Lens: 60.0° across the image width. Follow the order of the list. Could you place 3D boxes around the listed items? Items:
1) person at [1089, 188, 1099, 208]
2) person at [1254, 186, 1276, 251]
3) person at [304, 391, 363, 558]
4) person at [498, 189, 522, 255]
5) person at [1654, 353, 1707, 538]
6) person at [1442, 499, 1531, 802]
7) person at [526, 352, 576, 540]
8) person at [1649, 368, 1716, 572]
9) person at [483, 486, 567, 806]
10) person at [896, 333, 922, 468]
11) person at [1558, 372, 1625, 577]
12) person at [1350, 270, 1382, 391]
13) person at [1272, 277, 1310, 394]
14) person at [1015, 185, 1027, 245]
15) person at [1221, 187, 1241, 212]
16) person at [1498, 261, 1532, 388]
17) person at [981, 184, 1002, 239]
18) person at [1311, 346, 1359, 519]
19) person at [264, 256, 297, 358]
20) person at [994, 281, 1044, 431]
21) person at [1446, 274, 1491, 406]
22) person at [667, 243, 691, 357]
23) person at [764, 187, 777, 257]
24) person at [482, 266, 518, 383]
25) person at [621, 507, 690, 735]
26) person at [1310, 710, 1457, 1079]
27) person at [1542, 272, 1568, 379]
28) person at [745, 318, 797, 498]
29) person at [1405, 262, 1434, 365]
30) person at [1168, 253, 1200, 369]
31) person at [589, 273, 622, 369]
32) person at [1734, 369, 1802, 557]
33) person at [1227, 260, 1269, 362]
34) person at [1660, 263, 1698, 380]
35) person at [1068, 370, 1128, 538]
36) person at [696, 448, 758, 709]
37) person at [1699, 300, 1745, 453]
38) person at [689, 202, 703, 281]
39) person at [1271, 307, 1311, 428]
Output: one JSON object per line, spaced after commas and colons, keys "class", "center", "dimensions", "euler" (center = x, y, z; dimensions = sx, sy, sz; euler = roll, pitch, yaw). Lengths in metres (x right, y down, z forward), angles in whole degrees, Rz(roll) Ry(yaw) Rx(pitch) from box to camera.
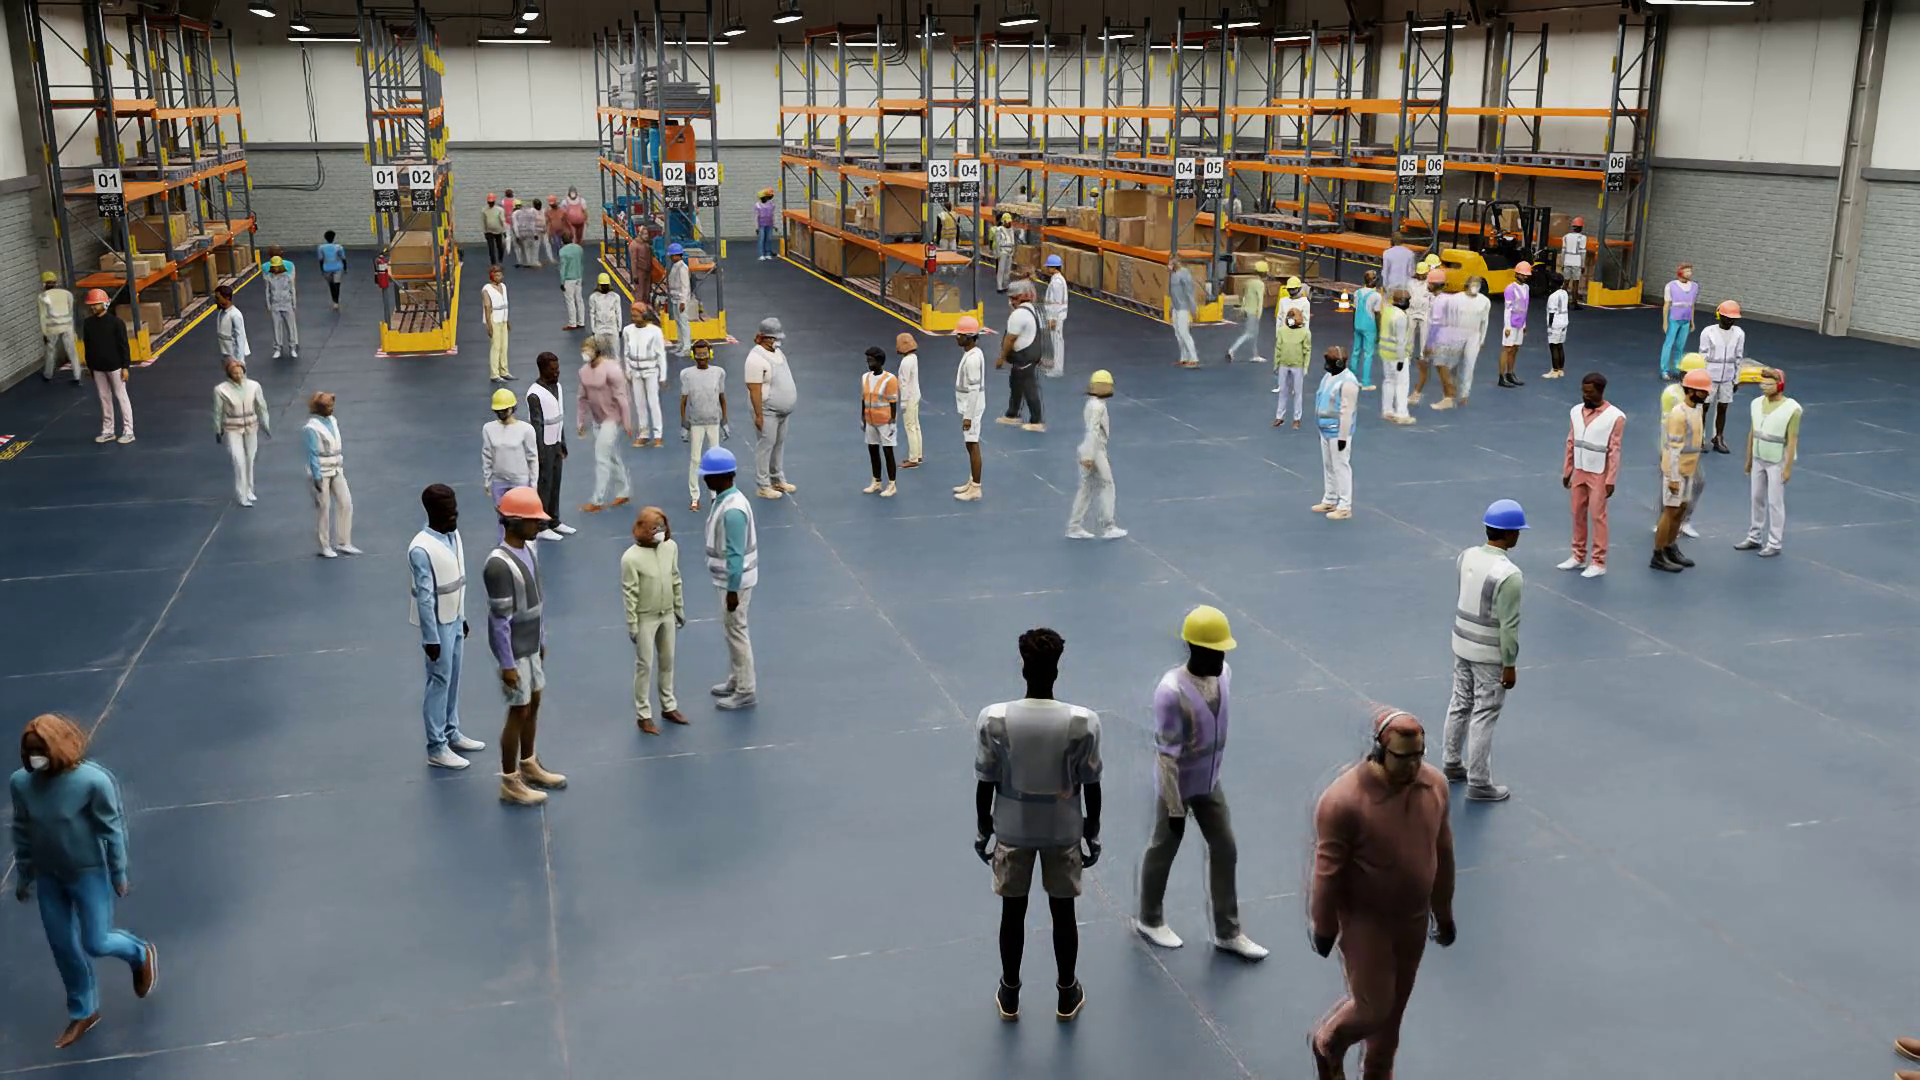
{"class": "person", "center": [4.040, -9.770, 50.283], "dimensions": [0.313, 1.738, 0.483], "euler": [0, 15, 1]}
{"class": "person", "center": [8.525, -8.920, 46.616], "dimensions": [0.612, 1.997, 0.988], "euler": [0, 15, 1]}
{"class": "person", "center": [-6.078, -0.629, 16.086], "dimensions": [0.444, 1.623, 0.558], "euler": [3, 15, 10]}
{"class": "person", "center": [-12.831, -9.081, 47.527], "dimensions": [0.664, 1.827, 0.430], "euler": [-4, 16, -16]}
{"class": "person", "center": [7.284, -0.933, 16.699], "dimensions": [0.599, 1.907, 0.552], "euler": [-7, 17, -25]}
{"class": "person", "center": [3.348, 0.691, 10.545], "dimensions": [0.426, 1.938, 0.604], "euler": [-4, 15, -15]}
{"class": "person", "center": [-4.169, -0.953, 16.788], "dimensions": [0.391, 1.911, 0.585], "euler": [2, 15, 9]}
{"class": "person", "center": [6.807, -0.658, 15.627], "dimensions": [0.391, 1.929, 0.550], "euler": [13, 20, 41]}
{"class": "person", "center": [-2.748, 0.667, 10.464], "dimensions": [0.403, 2.029, 0.627], "euler": [1, 15, 4]}
{"class": "person", "center": [-0.623, -1.687, 20.088], "dimensions": [0.287, 1.626, 0.497], "euler": [2, 15, 9]}
{"class": "person", "center": [5.911, -0.623, 15.541], "dimensions": [0.387, 1.906, 0.603], "euler": [-8, 17, -27]}
{"class": "person", "center": [6.186, -3.186, 25.330], "dimensions": [0.341, 1.839, 0.501], "euler": [-13, 19, -39]}
{"class": "person", "center": [4.993, -3.079, 25.052], "dimensions": [0.522, 1.769, 0.312], "euler": [10, 18, 34]}
{"class": "person", "center": [1.887, -9.725, 49.974], "dimensions": [0.507, 1.844, 0.897], "euler": [8, 17, 27]}
{"class": "person", "center": [7.705, -9.122, 47.496], "dimensions": [0.611, 1.929, 0.581], "euler": [2, 15, 6]}
{"class": "person", "center": [8.589, -3.326, 25.660], "dimensions": [0.546, 1.934, 0.376], "euler": [-12, 19, -39]}
{"class": "person", "center": [0.969, -9.881, 50.483], "dimensions": [0.664, 1.853, 0.944], "euler": [9, 17, 30]}
{"class": "person", "center": [3.972, -1.145, 17.659], "dimensions": [0.431, 1.835, 0.623], "euler": [-3, 15, -11]}
{"class": "person", "center": [-11.659, -4.004, 28.578], "dimensions": [0.490, 1.741, 0.323], "euler": [-5, 16, -17]}
{"class": "person", "center": [0.764, -2.491, 22.311], "dimensions": [0.898, 2.000, 0.696], "euler": [5, 16, 18]}
{"class": "person", "center": [7.399, -2.966, 24.371], "dimensions": [0.642, 1.906, 0.934], "euler": [1, 15, 5]}
{"class": "person", "center": [-4.838, -4.143, 28.702], "dimensions": [0.383, 1.949, 0.605], "euler": [-7, 16, -25]}
{"class": "person", "center": [-5.360, -8.950, 46.838], "dimensions": [0.388, 1.929, 0.545], "euler": [5, 16, 19]}
{"class": "person", "center": [-7.257, -3.378, 26.060], "dimensions": [0.406, 1.831, 0.574], "euler": [4, 15, 15]}
{"class": "person", "center": [-2.139, 0.553, 11.656], "dimensions": [0.291, 1.625, 0.506], "euler": [11, 19, 37]}
{"class": "person", "center": [1.840, 1.616, 7.159], "dimensions": [0.650, 1.890, 0.423], "euler": [-8, 17, -27]}
{"class": "person", "center": [9.469, -3.402, 26.433], "dimensions": [0.333, 1.686, 0.537], "euler": [13, 20, 40]}
{"class": "person", "center": [-2.086, -1.486, 18.530], "dimensions": [0.535, 2.000, 0.689], "euler": [5, 16, 18]}
{"class": "person", "center": [7.612, -3.736, 27.578], "dimensions": [0.484, 1.737, 0.308], "euler": [7, 17, 26]}
{"class": "person", "center": [3.655, -3.786, 27.461], "dimensions": [0.474, 1.896, 0.658], "euler": [-4, 15, -14]}
{"class": "person", "center": [-5.502, -3.286, 25.892], "dimensions": [0.486, 1.736, 0.320], "euler": [-3, 15, -12]}
{"class": "person", "center": [7.898, -0.758, 16.195], "dimensions": [0.405, 1.835, 0.571], "euler": [-5, 16, -19]}
{"class": "person", "center": [4.847, -3.829, 27.939], "dimensions": [0.715, 1.730, 0.569], "euler": [-4, 15, -13]}
{"class": "person", "center": [11.363, -3.457, 26.316], "dimensions": [0.569, 1.844, 0.377], "euler": [-4, 15, -15]}
{"class": "person", "center": [1.411, -0.852, 16.794], "dimensions": [0.684, 1.690, 0.553], "euler": [-2, 15, -7]}
{"class": "person", "center": [-1.682, 0.272, 12.118], "dimensions": [0.422, 1.934, 0.621], "euler": [-4, 15, -15]}
{"class": "person", "center": [9.510, -2.035, 20.820], "dimensions": [0.552, 1.929, 0.395], "euler": [0, 15, 2]}
{"class": "person", "center": [-6.495, -7.300, 40.704], "dimensions": [0.406, 1.895, 0.662], "euler": [-6, 16, -23]}
{"class": "person", "center": [4.479, -2.329, 22.480], "dimensions": [0.497, 1.634, 0.278], "euler": [9, 17, 31]}
